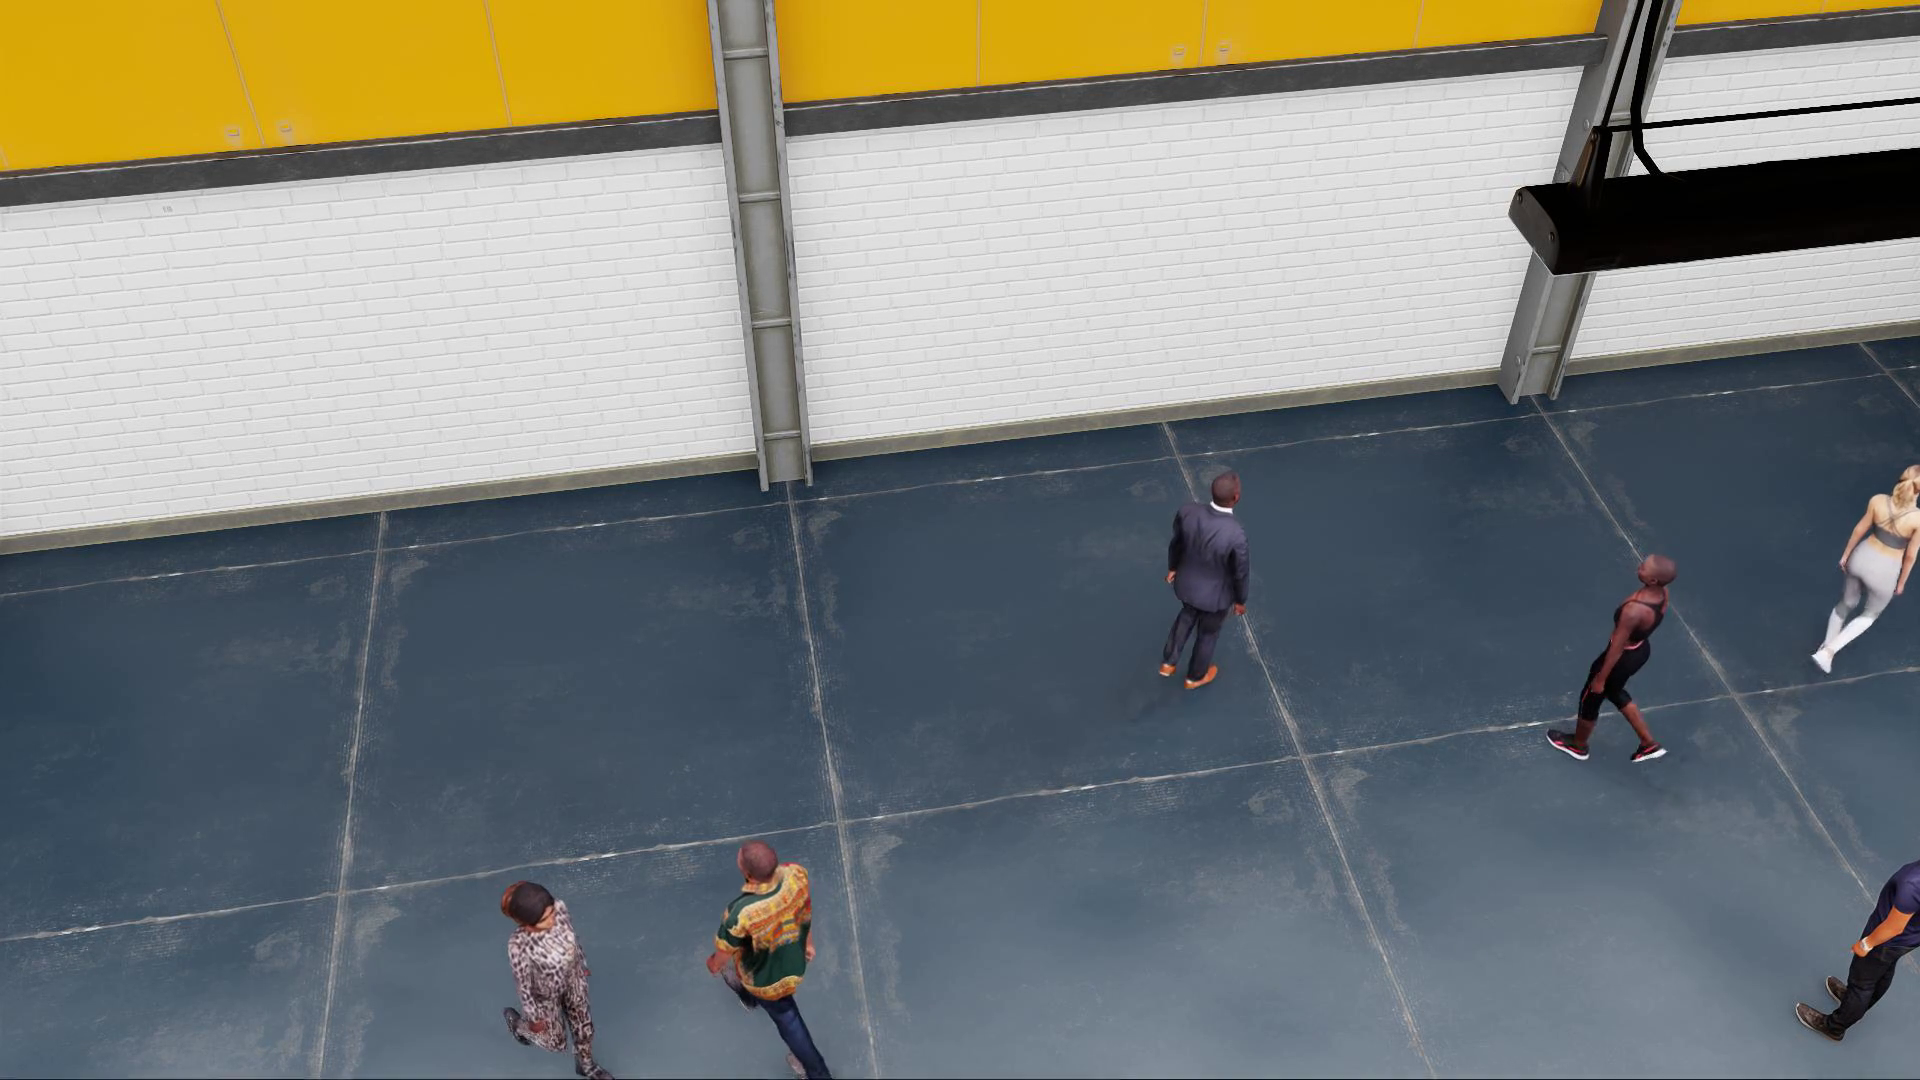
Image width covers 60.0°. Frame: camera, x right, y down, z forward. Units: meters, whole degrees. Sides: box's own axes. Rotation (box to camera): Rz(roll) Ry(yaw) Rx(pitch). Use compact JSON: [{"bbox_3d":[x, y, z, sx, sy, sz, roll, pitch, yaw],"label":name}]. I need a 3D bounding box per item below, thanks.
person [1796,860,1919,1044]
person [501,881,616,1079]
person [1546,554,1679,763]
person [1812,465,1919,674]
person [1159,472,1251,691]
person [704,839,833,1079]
[{"bbox_3d":[4.911,2.041,8.716,0.622,1.793,0.772,-26,49,-25],"label":"person"},{"bbox_3d":[-2.150,2.266,8.549,0.986,1.699,0.903,23,48,22],"label":"person"},{"bbox_3d":[4.091,0.789,10.068,0.956,1.743,0.952,33,53,30],"label":"person"},{"bbox_3d":[5.829,0.231,10.689,0.900,1.693,0.782,-29,51,-27],"label":"person"},{"bbox_3d":[1.501,0.335,10.493,0.880,1.813,0.850,-33,53,-30],"label":"person"},{"bbox_3d":[-0.917,2.220,8.556,1.213,1.756,1.200,30,51,28],"label":"person"}]
